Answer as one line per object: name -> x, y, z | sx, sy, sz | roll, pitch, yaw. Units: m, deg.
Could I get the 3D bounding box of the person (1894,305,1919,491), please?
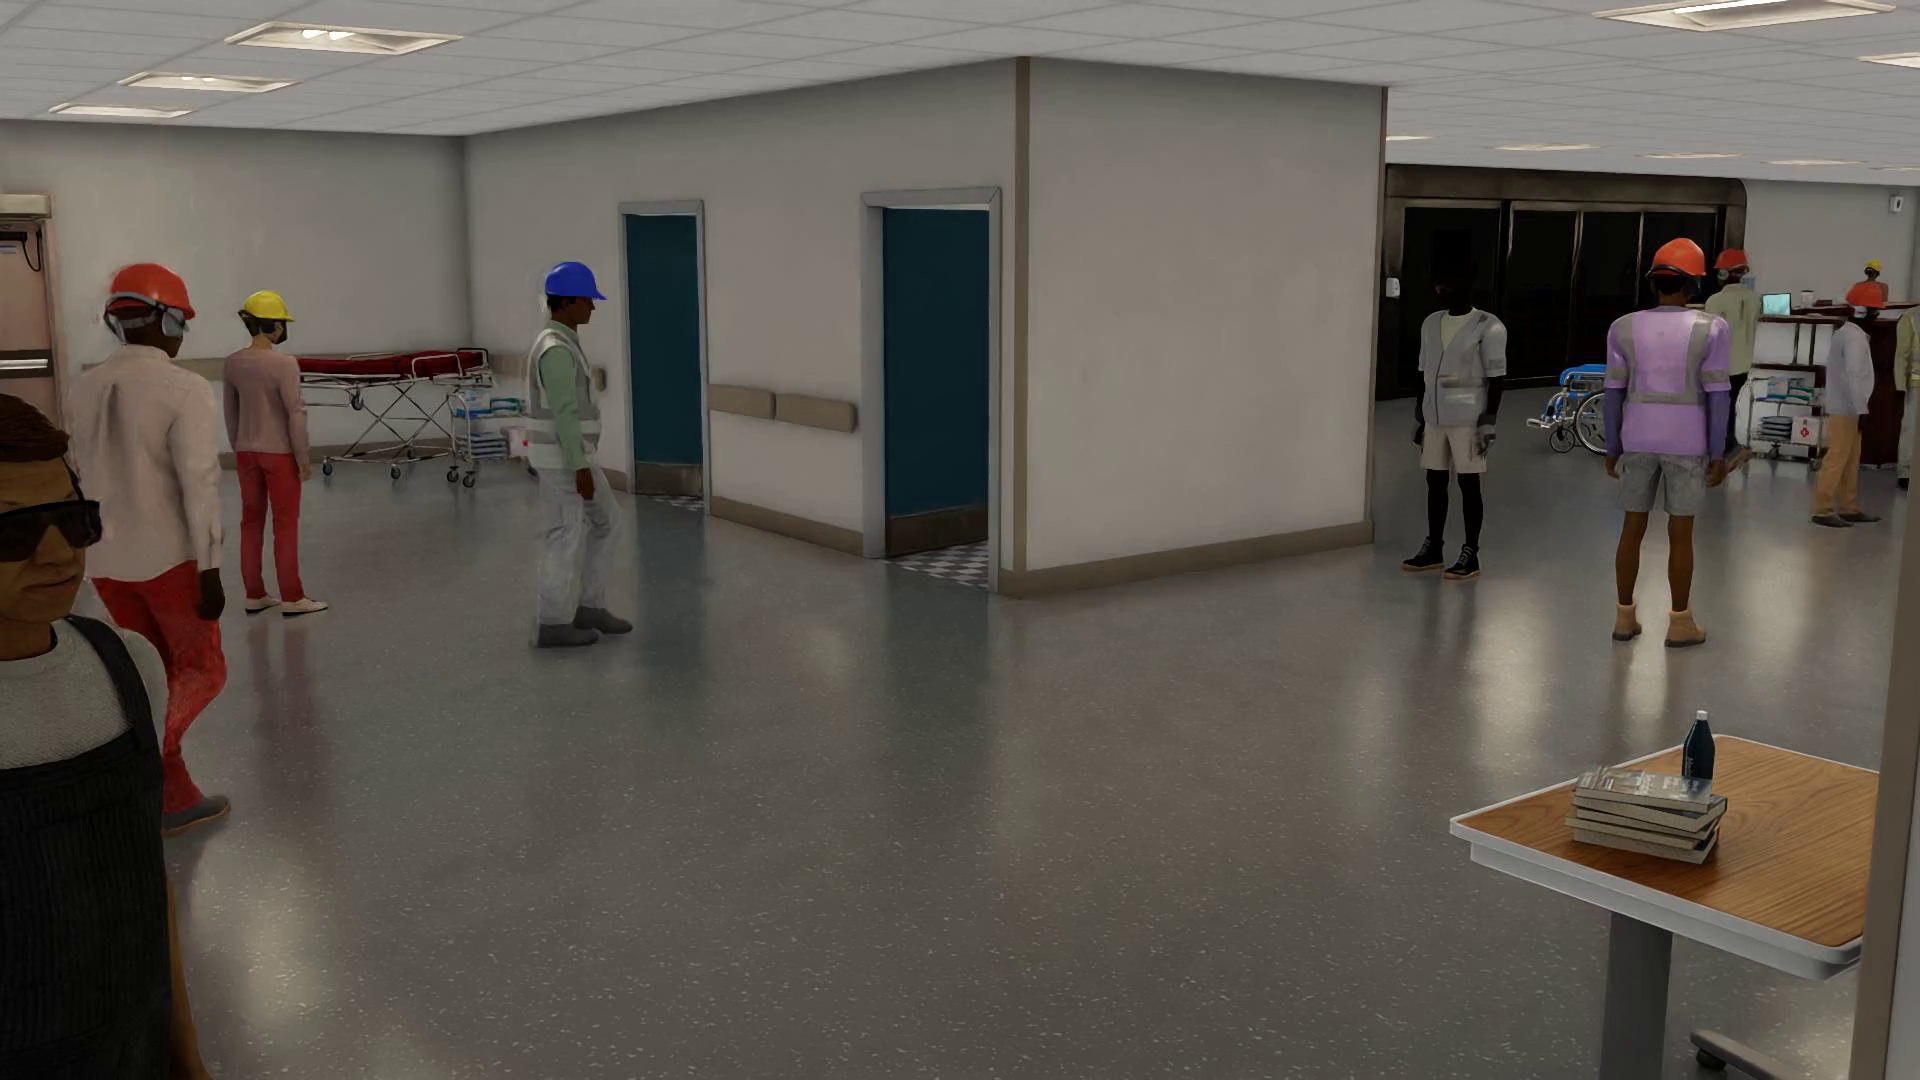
person -> 7.932, -1.295, 13.576 | 0.600, 1.821, 0.406 | 0, 10, 0

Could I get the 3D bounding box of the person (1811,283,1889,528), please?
person -> 6.417, -0.945, 11.834 | 0.553, 1.737, 0.601 | 4, 11, 23

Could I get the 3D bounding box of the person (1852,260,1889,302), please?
person -> 13.713, -3.329, 25.105 | 0.525, 1.769, 0.316 | 10, 14, 43

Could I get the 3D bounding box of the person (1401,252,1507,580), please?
person -> 2.988, -0.746, 10.068 | 0.361, 1.963, 0.613 | -7, 12, -33

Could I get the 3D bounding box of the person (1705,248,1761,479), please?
person -> 6.564, -1.484, 14.165 | 0.621, 1.977, 0.534 | -4, 11, -22

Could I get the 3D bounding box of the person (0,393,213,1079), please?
person -> -1.156, 0.736, 2.100 | 0.343, 1.847, 0.506 | 4, 11, 22

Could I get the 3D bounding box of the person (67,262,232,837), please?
person -> -2.722, 0.070, 5.514 | 0.636, 1.962, 0.701 | 4, 11, 19

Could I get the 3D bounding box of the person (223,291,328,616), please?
person -> -3.757, -0.468, 9.082 | 0.528, 1.765, 0.328 | 4, 11, 23

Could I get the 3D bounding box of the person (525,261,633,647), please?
person -> -1.868, -0.416, 8.311 | 0.621, 1.924, 0.624 | -1, 10, -8

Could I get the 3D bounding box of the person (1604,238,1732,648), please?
person -> 3.552, -0.483, 8.380 | 0.605, 2.045, 0.380 | 8, 13, 39
